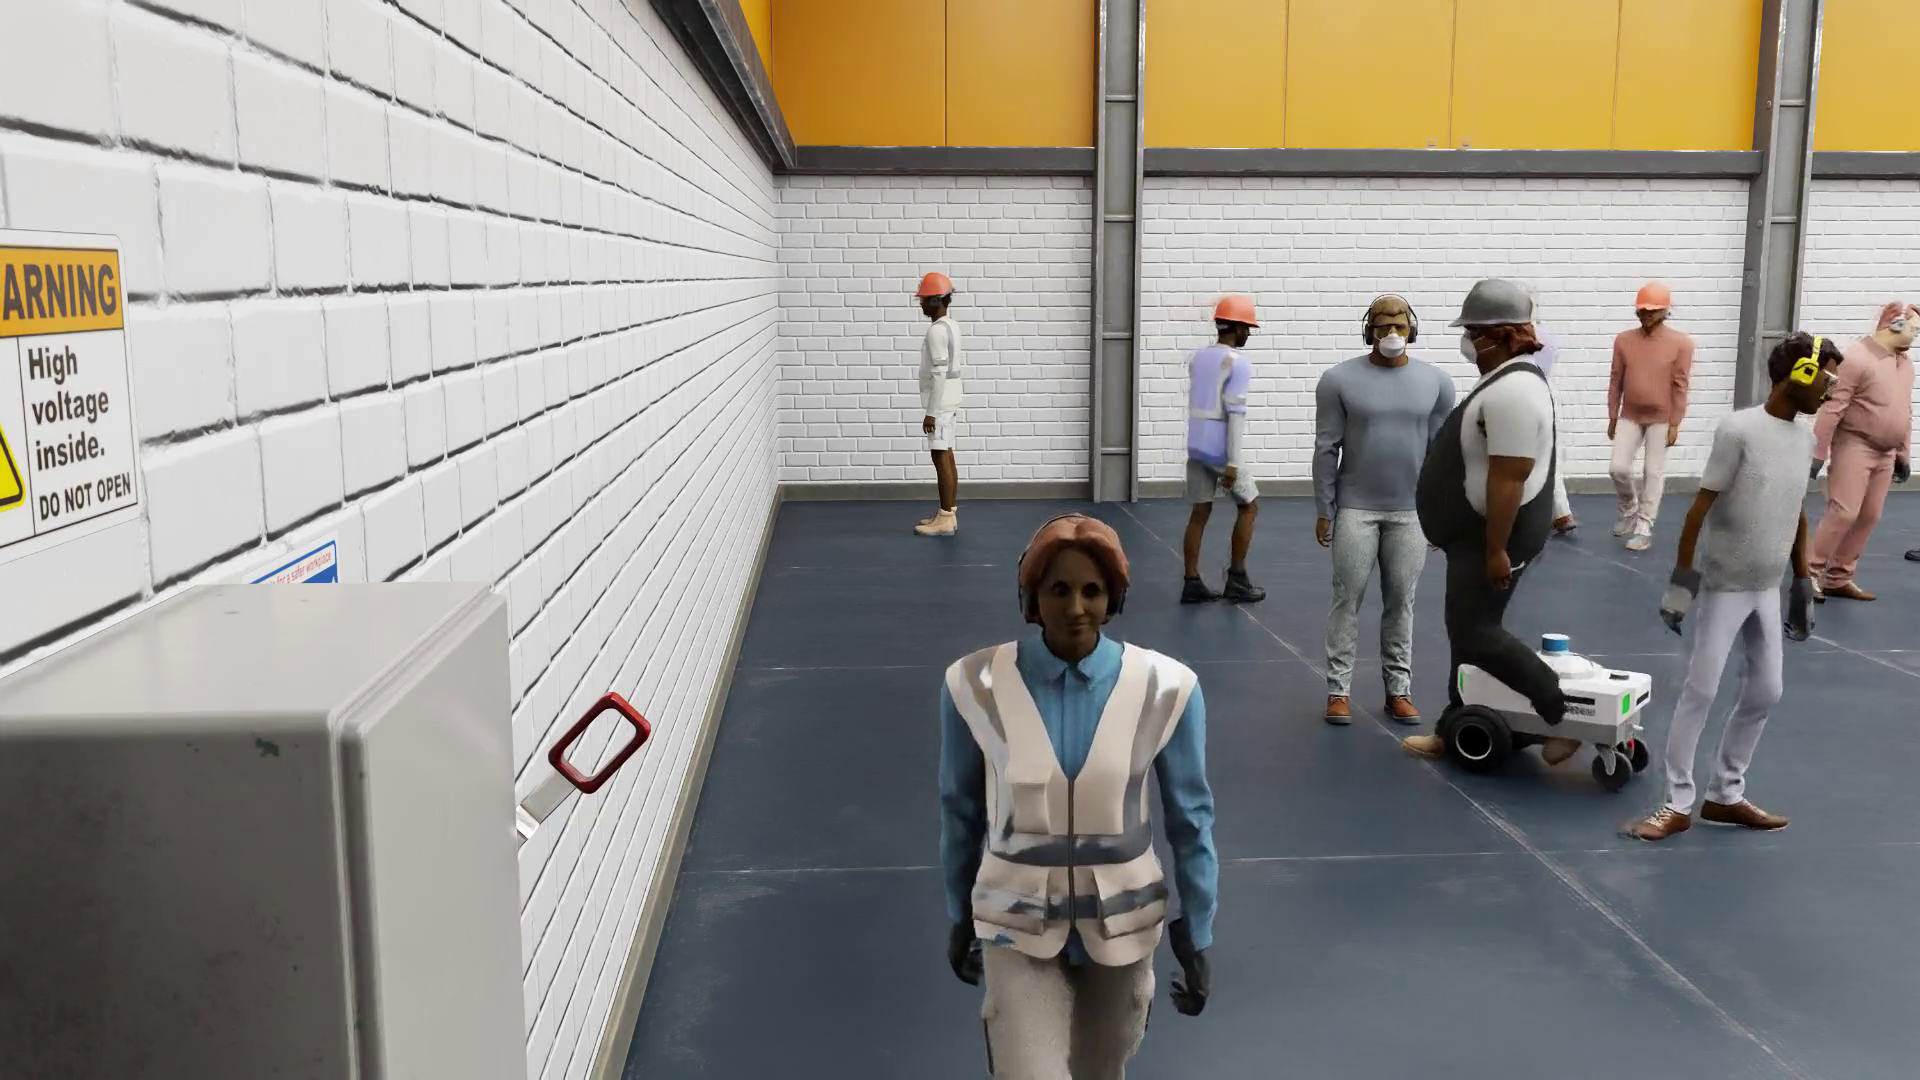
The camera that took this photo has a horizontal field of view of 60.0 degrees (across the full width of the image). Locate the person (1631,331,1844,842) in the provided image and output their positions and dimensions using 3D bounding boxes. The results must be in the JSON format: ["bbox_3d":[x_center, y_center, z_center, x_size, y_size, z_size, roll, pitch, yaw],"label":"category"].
[{"bbox_3d":[2.735,0.185,5.884,0.693,1.833,0.344,-4,10,-24],"label":"person"}]

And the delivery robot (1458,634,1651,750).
[{"bbox_3d":[2.411,0.626,6.759,0.707,0.478,0.477,8,11,36],"label":"delivery robot"}]

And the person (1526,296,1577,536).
[{"bbox_3d":[4.423,-0.981,13.014,0.643,1.897,1.018,-5,10,-28],"label":"person"}]

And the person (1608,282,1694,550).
[{"bbox_3d":[5.057,-0.906,12.257,0.609,1.971,0.499,8,12,42],"label":"person"}]

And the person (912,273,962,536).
[{"bbox_3d":[-0.183,-1.050,12.963,0.381,2.039,0.606,1,9,9],"label":"person"}]

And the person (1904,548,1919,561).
[{"bbox_3d":[6.942,-0.797,11.720,0.542,1.927,0.379,-7,12,-39],"label":"person"}]

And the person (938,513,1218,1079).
[{"bbox_3d":[0.219,0.725,3.206,0.518,1.601,0.843,0,9,1],"label":"person"}]

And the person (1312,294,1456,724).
[{"bbox_3d":[1.900,-0.131,7.499,0.630,1.940,0.373,0,9,1],"label":"person"}]

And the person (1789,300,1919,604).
[{"bbox_3d":[5.580,-0.534,10.252,0.676,1.870,0.461,-5,10,-28],"label":"person"}]

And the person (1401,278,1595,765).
[{"bbox_3d":[2.204,-0.060,6.733,0.705,2.000,0.688,3,10,19],"label":"person"}]

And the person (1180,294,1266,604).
[{"bbox_3d":[1.642,-0.548,10.239,0.678,1.907,0.547,-6,11,-32],"label":"person"}]
